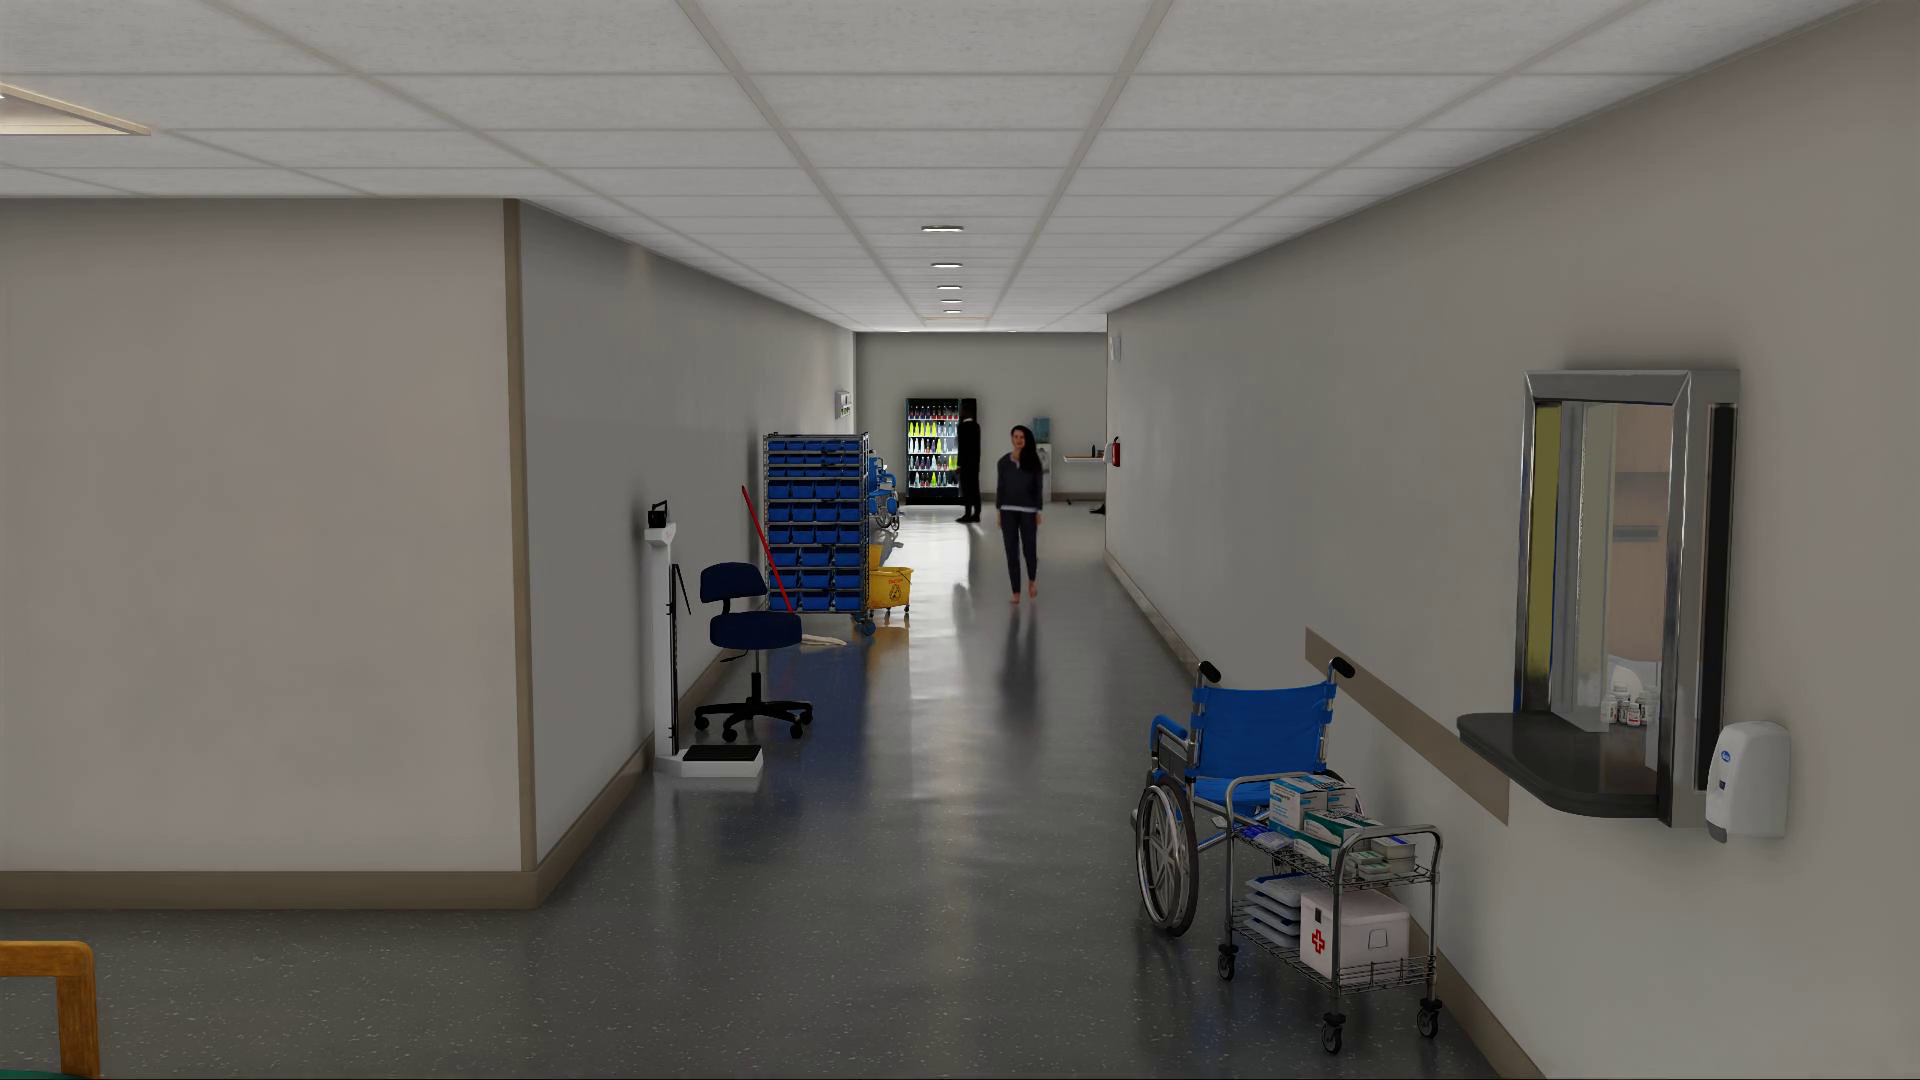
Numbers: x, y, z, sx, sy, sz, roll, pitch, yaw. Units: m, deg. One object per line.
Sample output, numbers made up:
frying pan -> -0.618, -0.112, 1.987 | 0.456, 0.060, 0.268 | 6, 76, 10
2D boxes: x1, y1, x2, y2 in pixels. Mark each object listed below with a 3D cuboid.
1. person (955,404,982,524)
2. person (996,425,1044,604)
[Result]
person -> 0.149, -1.175, 25.380 | 0.754, 1.808, 0.705 | 5, 8, 42
person -> 0.591, -0.256, 16.486 | 0.703, 1.759, 0.750 | 1, 6, 12
